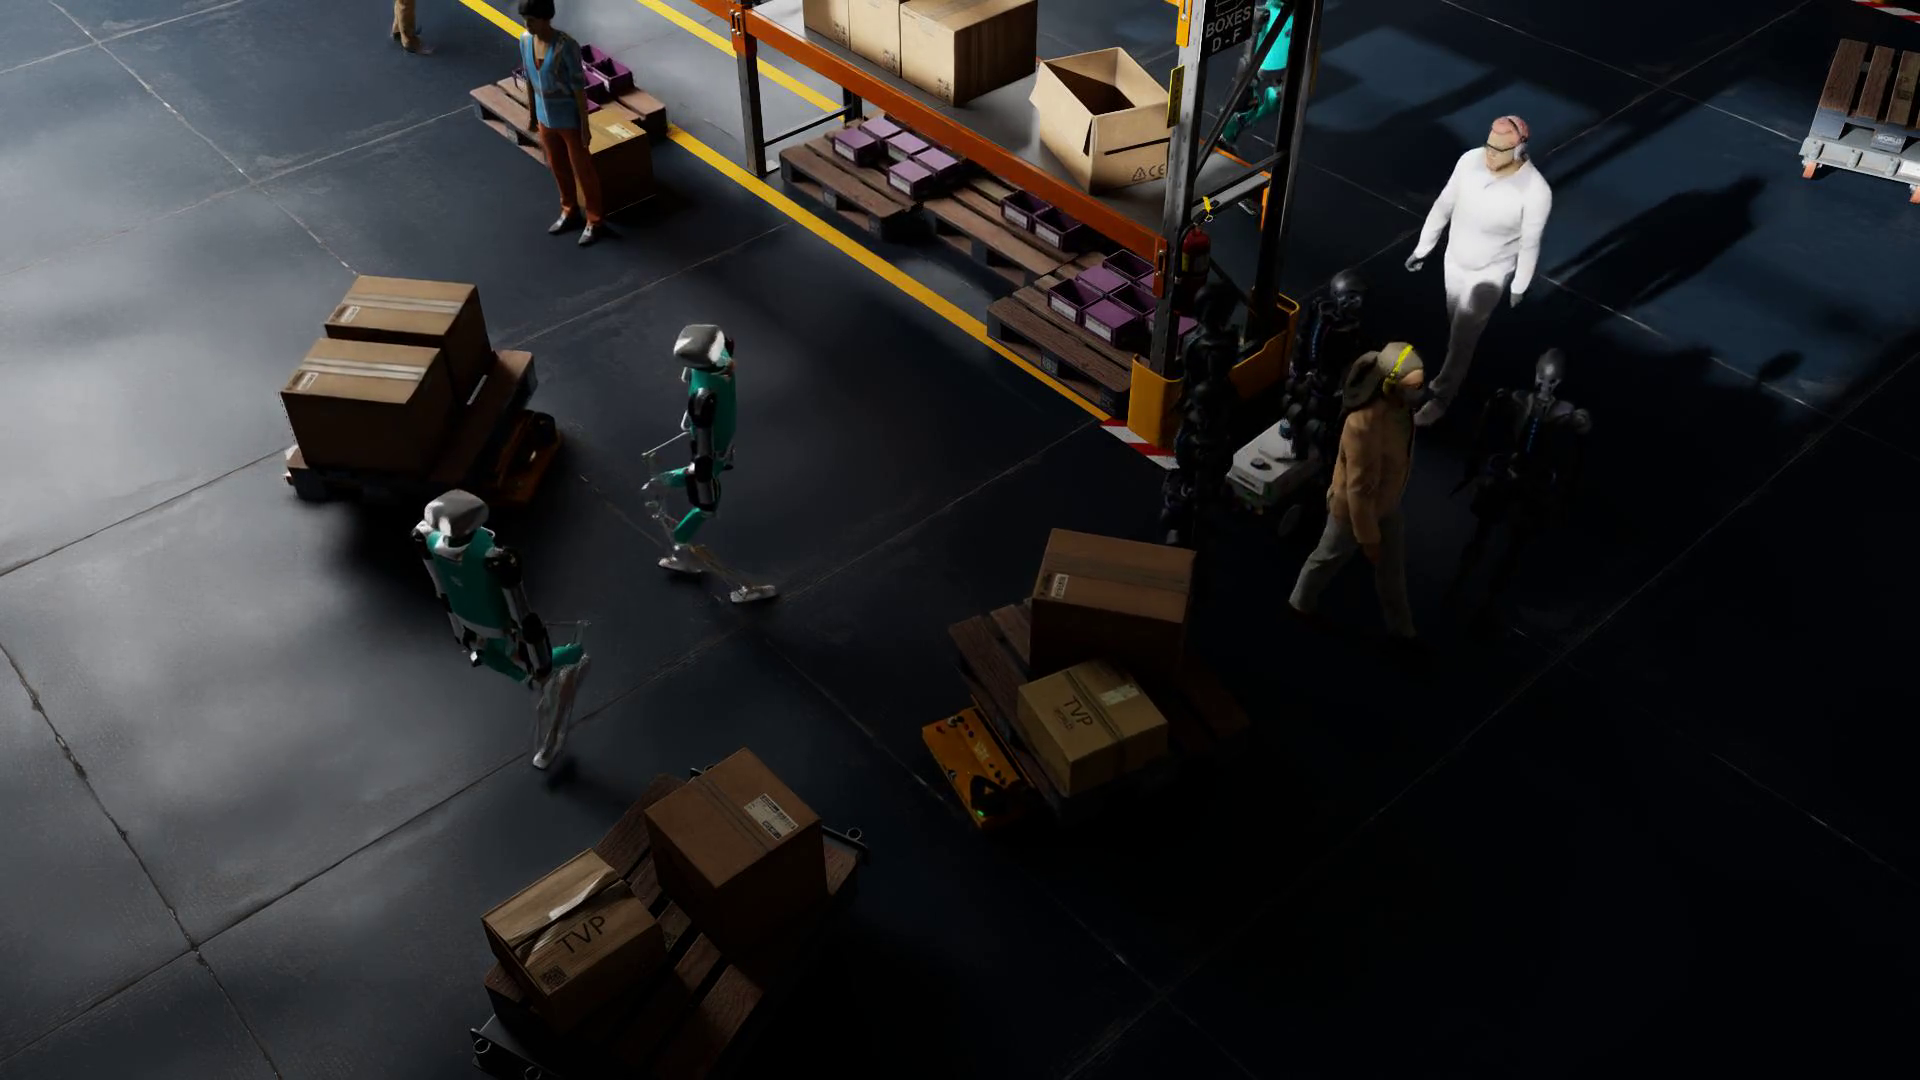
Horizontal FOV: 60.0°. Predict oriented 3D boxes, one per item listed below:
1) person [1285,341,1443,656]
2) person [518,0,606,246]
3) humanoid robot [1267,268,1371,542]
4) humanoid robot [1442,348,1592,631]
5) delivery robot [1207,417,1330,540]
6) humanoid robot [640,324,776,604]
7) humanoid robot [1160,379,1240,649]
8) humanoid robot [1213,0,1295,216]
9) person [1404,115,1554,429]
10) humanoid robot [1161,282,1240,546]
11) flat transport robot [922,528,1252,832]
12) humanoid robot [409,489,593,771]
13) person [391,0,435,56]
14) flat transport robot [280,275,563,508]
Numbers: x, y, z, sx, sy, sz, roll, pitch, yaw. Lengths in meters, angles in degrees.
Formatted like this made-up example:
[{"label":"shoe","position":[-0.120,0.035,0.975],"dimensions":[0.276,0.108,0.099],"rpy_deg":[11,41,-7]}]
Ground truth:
[{"label":"person","position":[2.062,-0.147,8.099],"dimensions":[0.834,1.841,0.574],"rpy_deg":[29,50,28]},{"label":"person","position":[-2.661,-2.803,11.044],"dimensions":[0.495,1.759,0.335],"rpy_deg":[20,46,20]},{"label":"humanoid robot","position":[1.911,-0.732,8.858],"dimensions":[0.350,1.648,0.590],"rpy_deg":[-19,46,-20]},{"label":"humanoid robot","position":[2.780,-0.239,8.315],"dimensions":[0.599,1.643,0.370],"rpy_deg":[18,46,19]},{"label":"delivery robot","position":[1.796,-0.406,9.339],"dimensions":[0.807,0.613,0.499],"rpy_deg":[-34,52,-31]},{"label":"humanoid robot","position":[-1.424,-0.351,8.409],"dimensions":[0.893,1.783,0.580],"rpy_deg":[5,43,5]},{"label":"humanoid robot","position":[1.107,-0.120,8.189],"dimensions":[0.386,1.645,0.602],"rpy_deg":[5,43,5]},{"label":"humanoid robot","position":[1.965,-3.158,11.480],"dimensions":[0.555,1.811,0.901],"rpy_deg":[-17,45,-18]},{"label":"person","position":[2.876,-1.542,9.587],"dimensions":[0.796,1.881,0.660],"rpy_deg":[-24,48,-24]},{"label":"humanoid robot","position":[1.265,-0.641,8.742],"dimensions":[0.323,1.650,0.601],"rpy_deg":[-2,43,-2]},{"label":"flat transport robot","position":[0.594,0.891,8.125],"dimensions":[1.431,0.231,0.659],"rpy_deg":[-19,46,-19]},{"label":"humanoid robot","position":[-1.976,0.409,7.606],"dimensions":[0.547,1.858,0.705],"rpy_deg":[19,46,19]},{"label":"person","position":[-4.454,-4.637,13.076],"dimensions":[0.438,1.706,0.686],"rpy_deg":[-3,43,-3]},{"label":"flat transport robot","position":[-3.104,-0.518,9.659],"dimensions":[1.431,0.231,0.659],"rpy_deg":[6,43,6]}]
